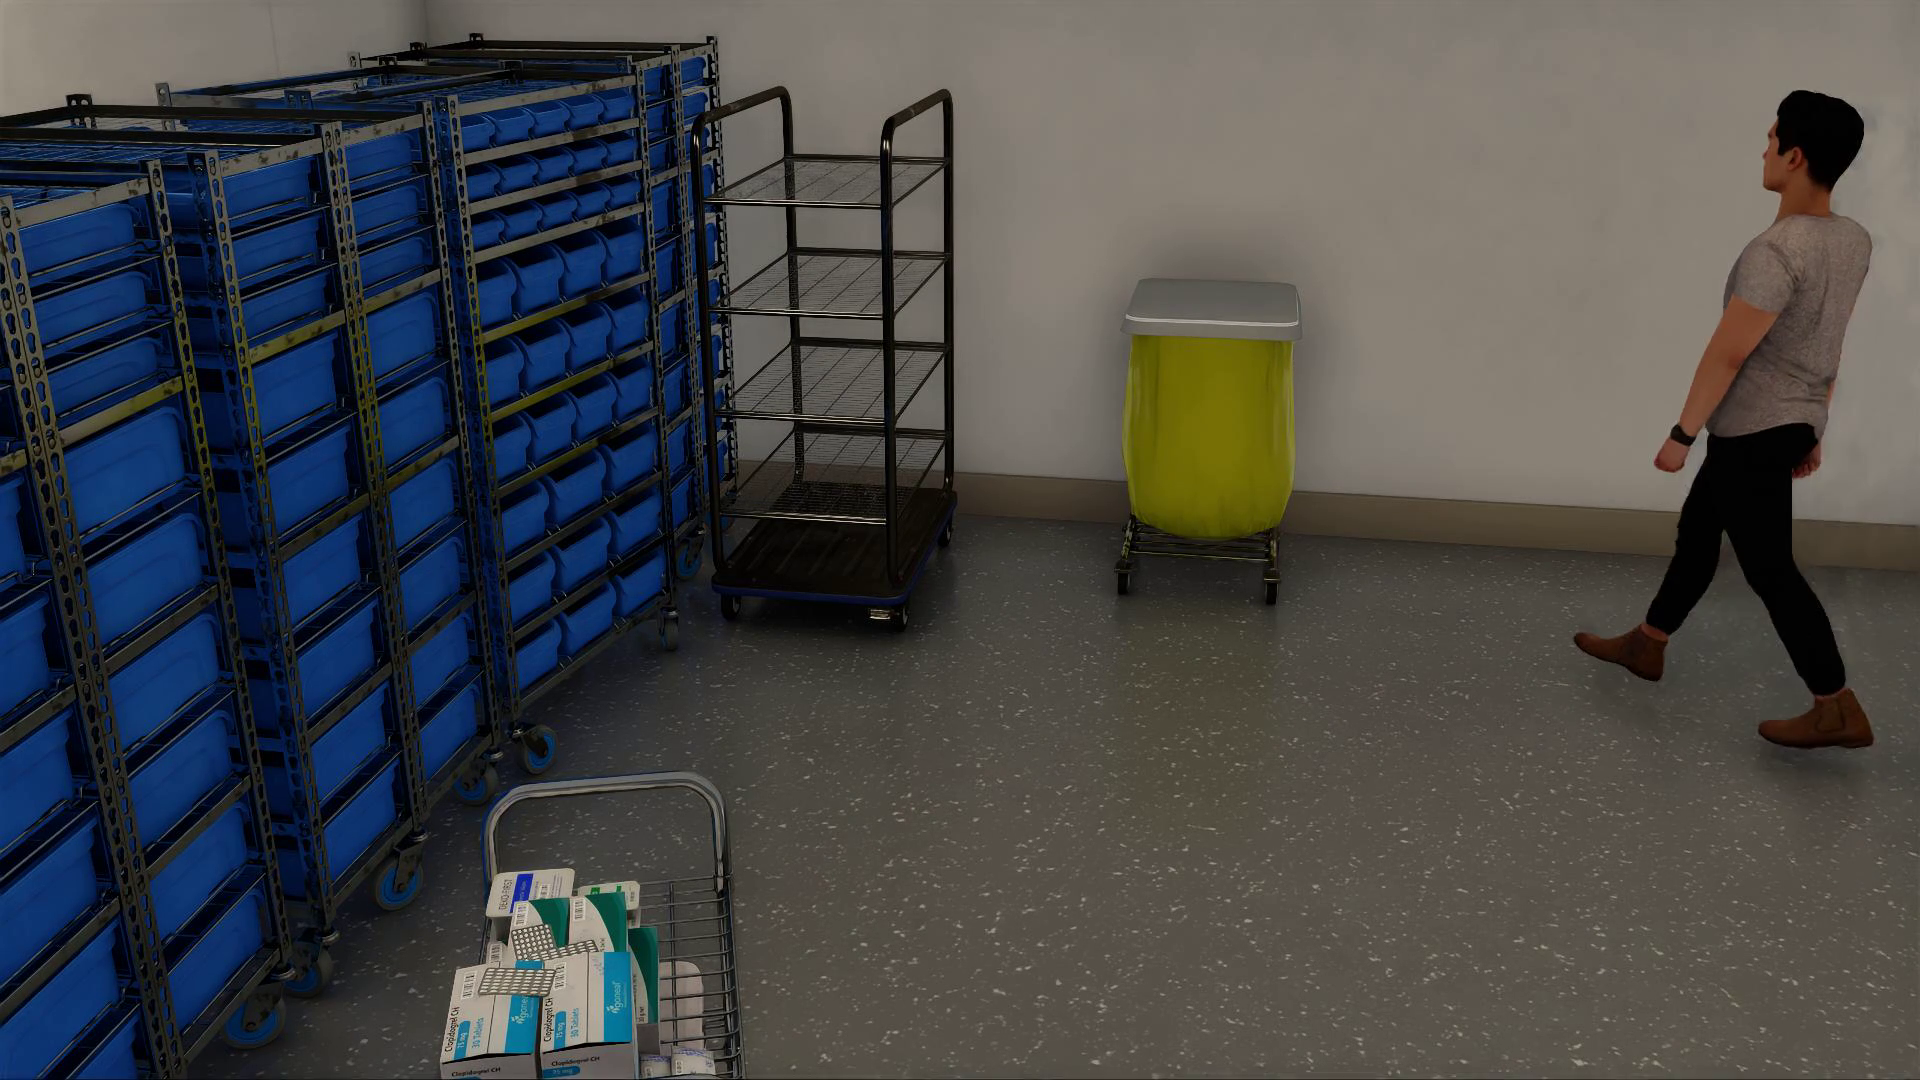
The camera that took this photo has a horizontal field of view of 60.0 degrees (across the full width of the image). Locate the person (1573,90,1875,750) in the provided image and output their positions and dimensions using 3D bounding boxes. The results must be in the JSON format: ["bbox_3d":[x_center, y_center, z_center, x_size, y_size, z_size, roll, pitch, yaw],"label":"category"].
[{"bbox_3d":[2.151,-0.250,4.306,1.068,1.679,1.183,-16,26,-36],"label":"person"}]
